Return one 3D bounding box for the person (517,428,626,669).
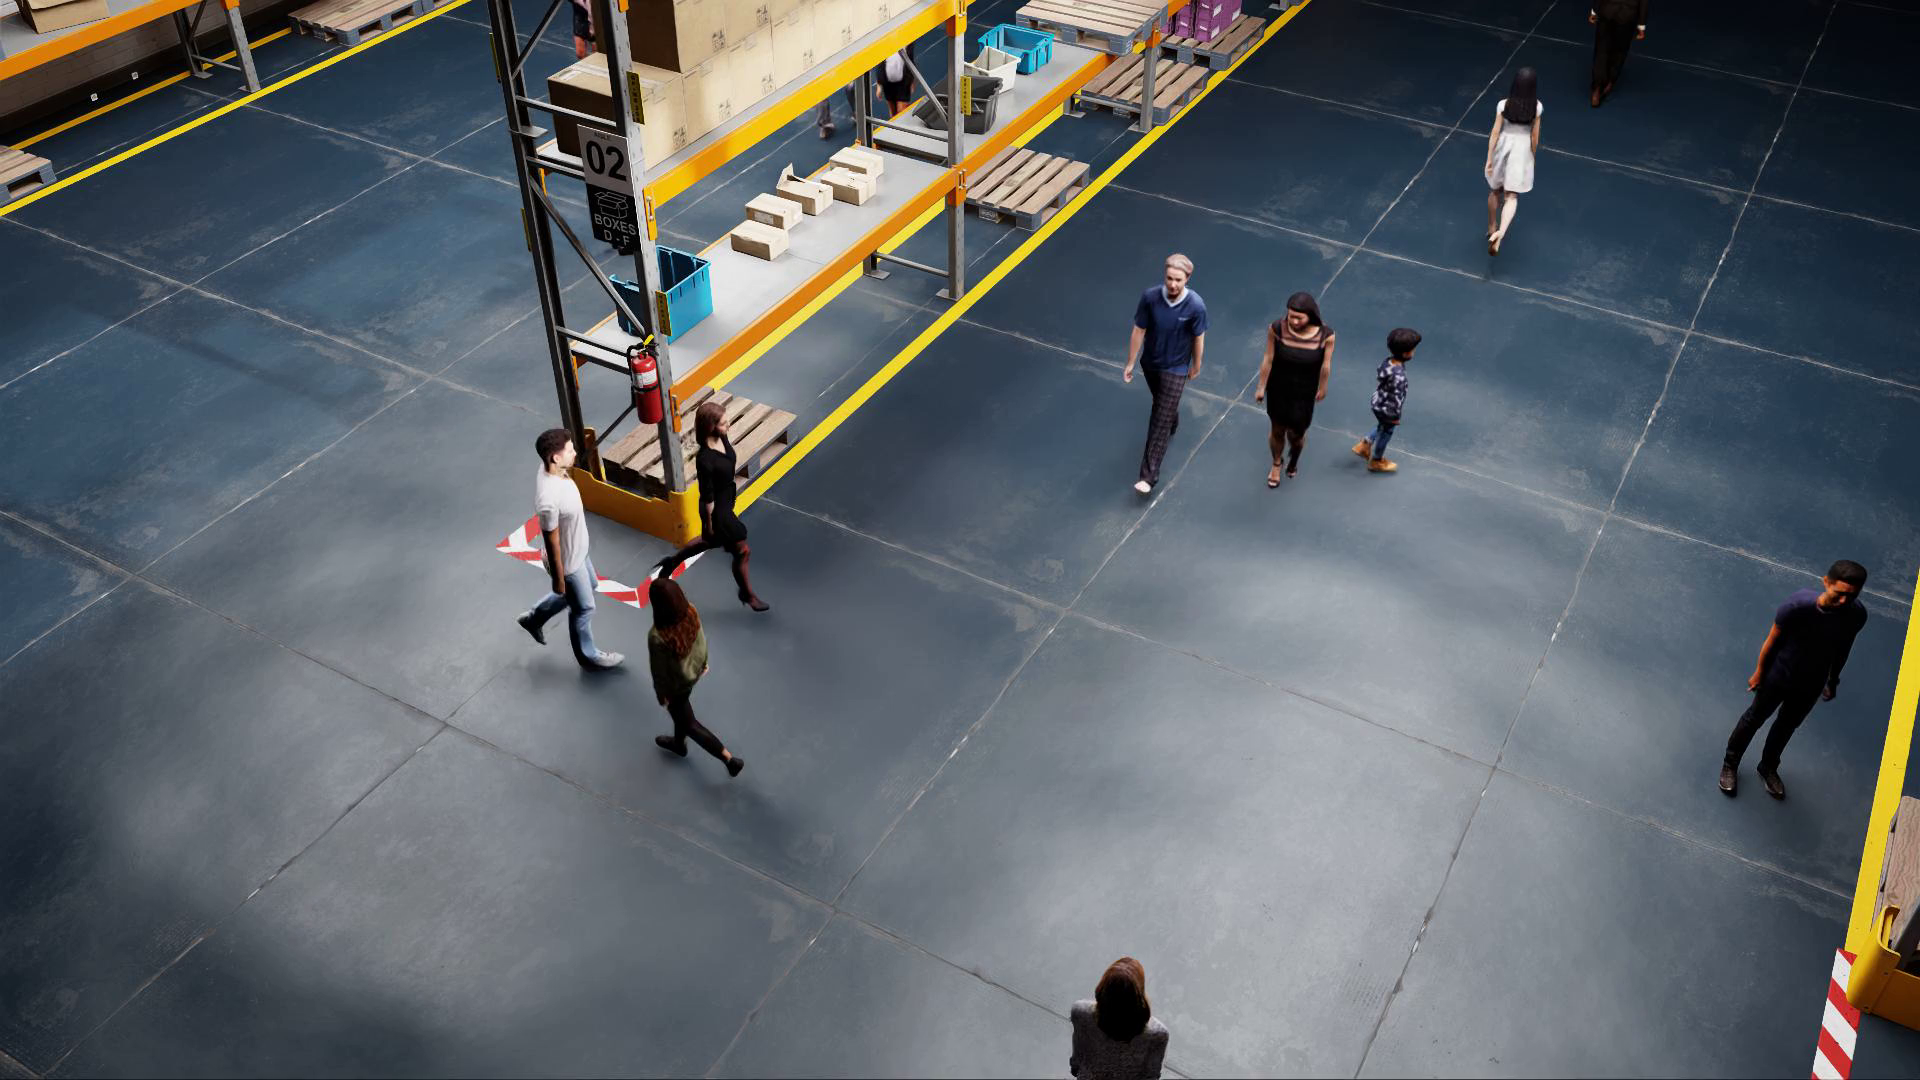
[{"bbox_3d":[-2.592,0.086,10.615,1.025,1.837,0.992,-6,39,-7],"label":"person"}]

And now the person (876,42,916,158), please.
[{"bbox_3d":[-0.638,-4.650,16.797,0.739,1.522,1.027,5,39,7],"label":"person"}]

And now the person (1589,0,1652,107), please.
[{"bbox_3d":[6.937,-5.488,17.556,0.814,1.885,0.888,15,41,18],"label":"person"}]

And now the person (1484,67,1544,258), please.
[{"bbox_3d":[4.963,-3.353,14.992,0.740,1.748,1.095,12,40,14],"label":"person"}]

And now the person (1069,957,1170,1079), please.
[{"bbox_3d":[0.664,2.575,7.542,0.668,1.782,0.709,11,40,13],"label":"person"}]

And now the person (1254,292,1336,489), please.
[{"bbox_3d":[2.450,-1.130,12.250,0.699,1.696,0.697,11,40,14],"label":"person"}]

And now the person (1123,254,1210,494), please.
[{"bbox_3d":[1.562,-1.331,12.416,0.678,1.803,1.207,20,43,23],"label":"person"}]

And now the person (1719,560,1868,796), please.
[{"bbox_3d":[4.915,0.784,9.783,0.719,1.784,0.673,5,39,6],"label":"person"}]

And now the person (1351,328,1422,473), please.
[{"bbox_3d":[3.172,-1.043,12.501,0.688,1.247,0.628,1,39,2],"label":"person"}]

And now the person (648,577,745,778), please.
[{"bbox_3d":[-1.614,0.850,9.967,0.671,1.451,0.888,19,42,22],"label":"person"}]

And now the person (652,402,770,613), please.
[{"bbox_3d":[-1.704,-0.194,11.095,0.929,1.675,1.059,4,39,5],"label":"person"}]
